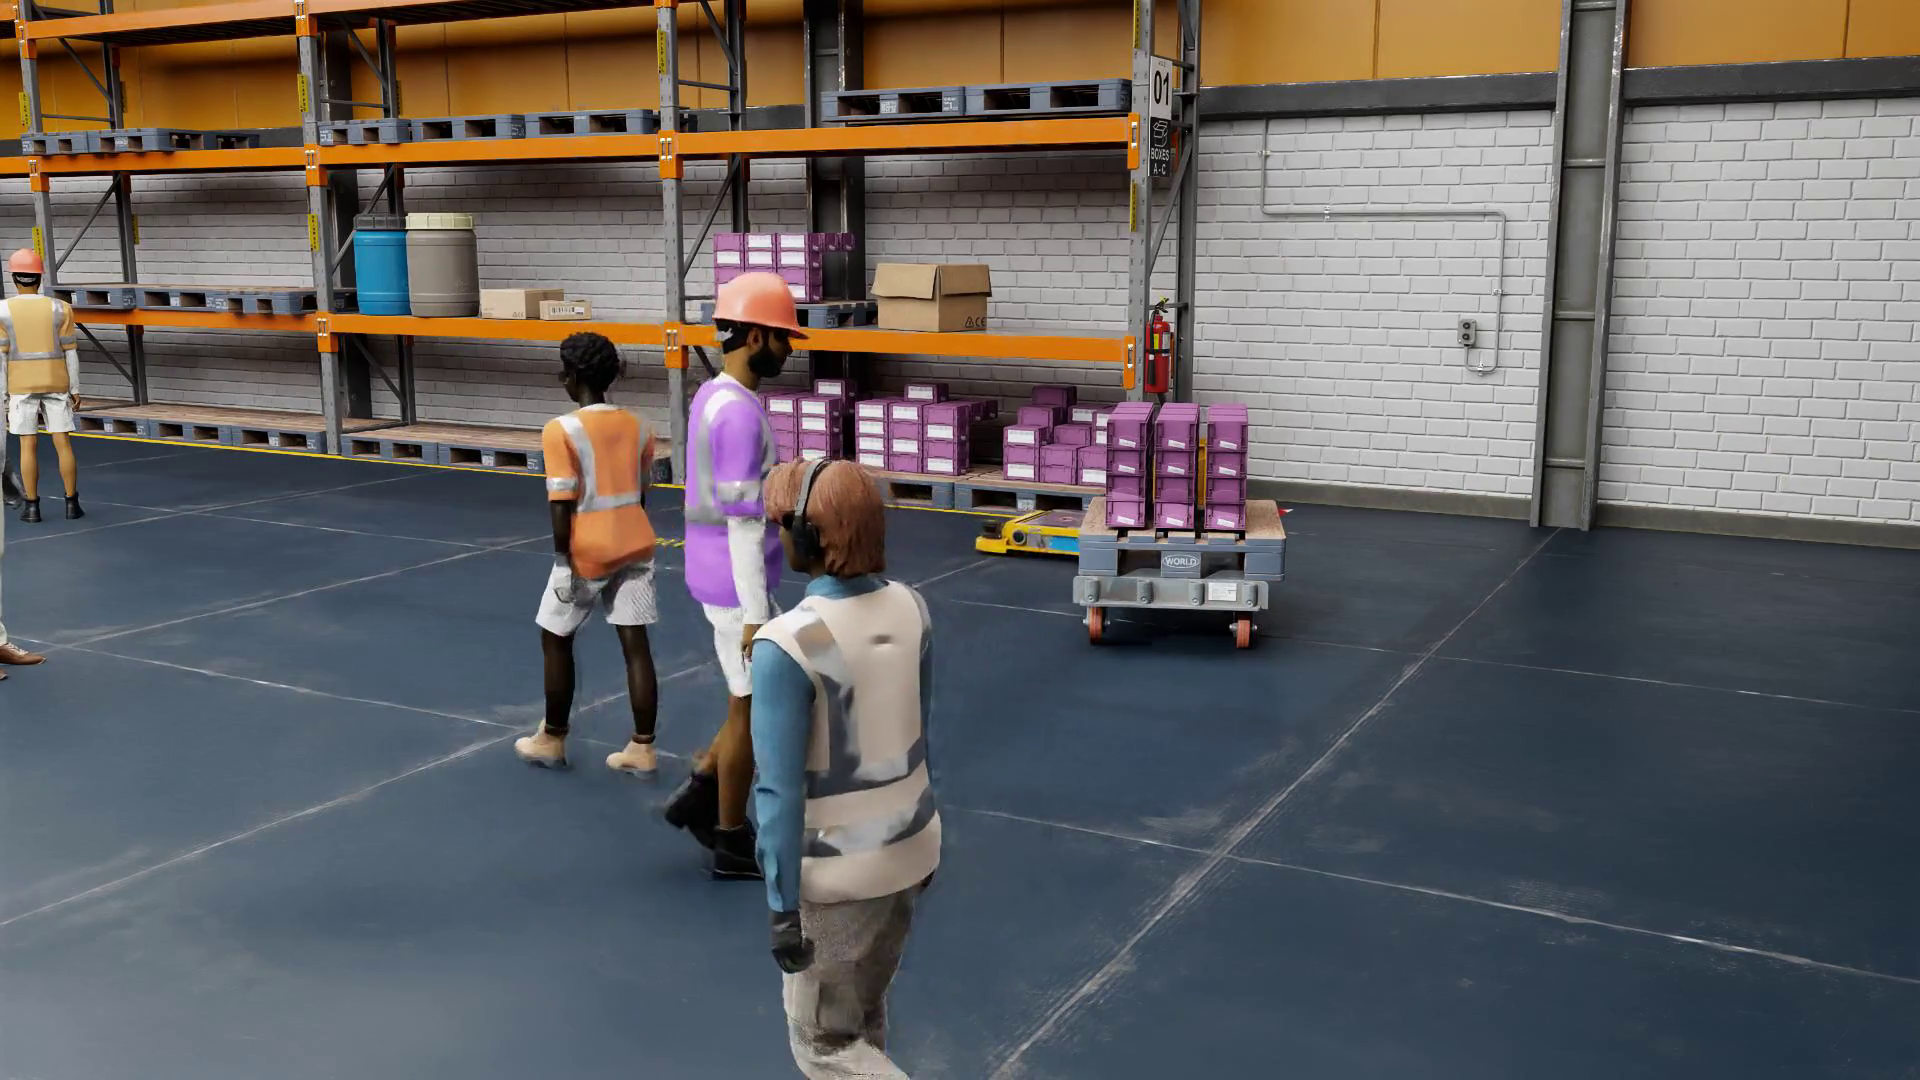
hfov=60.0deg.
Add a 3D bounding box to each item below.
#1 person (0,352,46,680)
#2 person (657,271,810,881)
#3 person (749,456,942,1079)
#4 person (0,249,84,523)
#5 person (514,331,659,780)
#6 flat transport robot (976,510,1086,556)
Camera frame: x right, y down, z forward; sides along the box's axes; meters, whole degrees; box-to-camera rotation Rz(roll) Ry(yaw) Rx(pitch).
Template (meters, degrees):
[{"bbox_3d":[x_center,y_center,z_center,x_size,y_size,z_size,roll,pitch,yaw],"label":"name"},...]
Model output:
[{"bbox_3d":[-4.523,-0.293,7.672,0.334,1.864,0.521,1,10,5],"label":"person"},{"bbox_3d":[-0.659,0.132,5.185,0.423,1.916,0.572,-2,11,-12],"label":"person"},{"bbox_3d":[-0.136,0.649,3.192,0.614,1.618,0.529,7,12,33],"label":"person"},{"bbox_3d":[-6.563,-1.091,11.836,0.545,1.938,0.362,-7,12,-33],"label":"person"},{"bbox_3d":[-1.417,0.053,6.283,0.747,1.660,0.547,7,13,35],"label":"person"},{"bbox_3d":[0.884,-0.023,10.554,1.431,0.197,0.652,5,12,26],"label":"flat transport robot"}]
